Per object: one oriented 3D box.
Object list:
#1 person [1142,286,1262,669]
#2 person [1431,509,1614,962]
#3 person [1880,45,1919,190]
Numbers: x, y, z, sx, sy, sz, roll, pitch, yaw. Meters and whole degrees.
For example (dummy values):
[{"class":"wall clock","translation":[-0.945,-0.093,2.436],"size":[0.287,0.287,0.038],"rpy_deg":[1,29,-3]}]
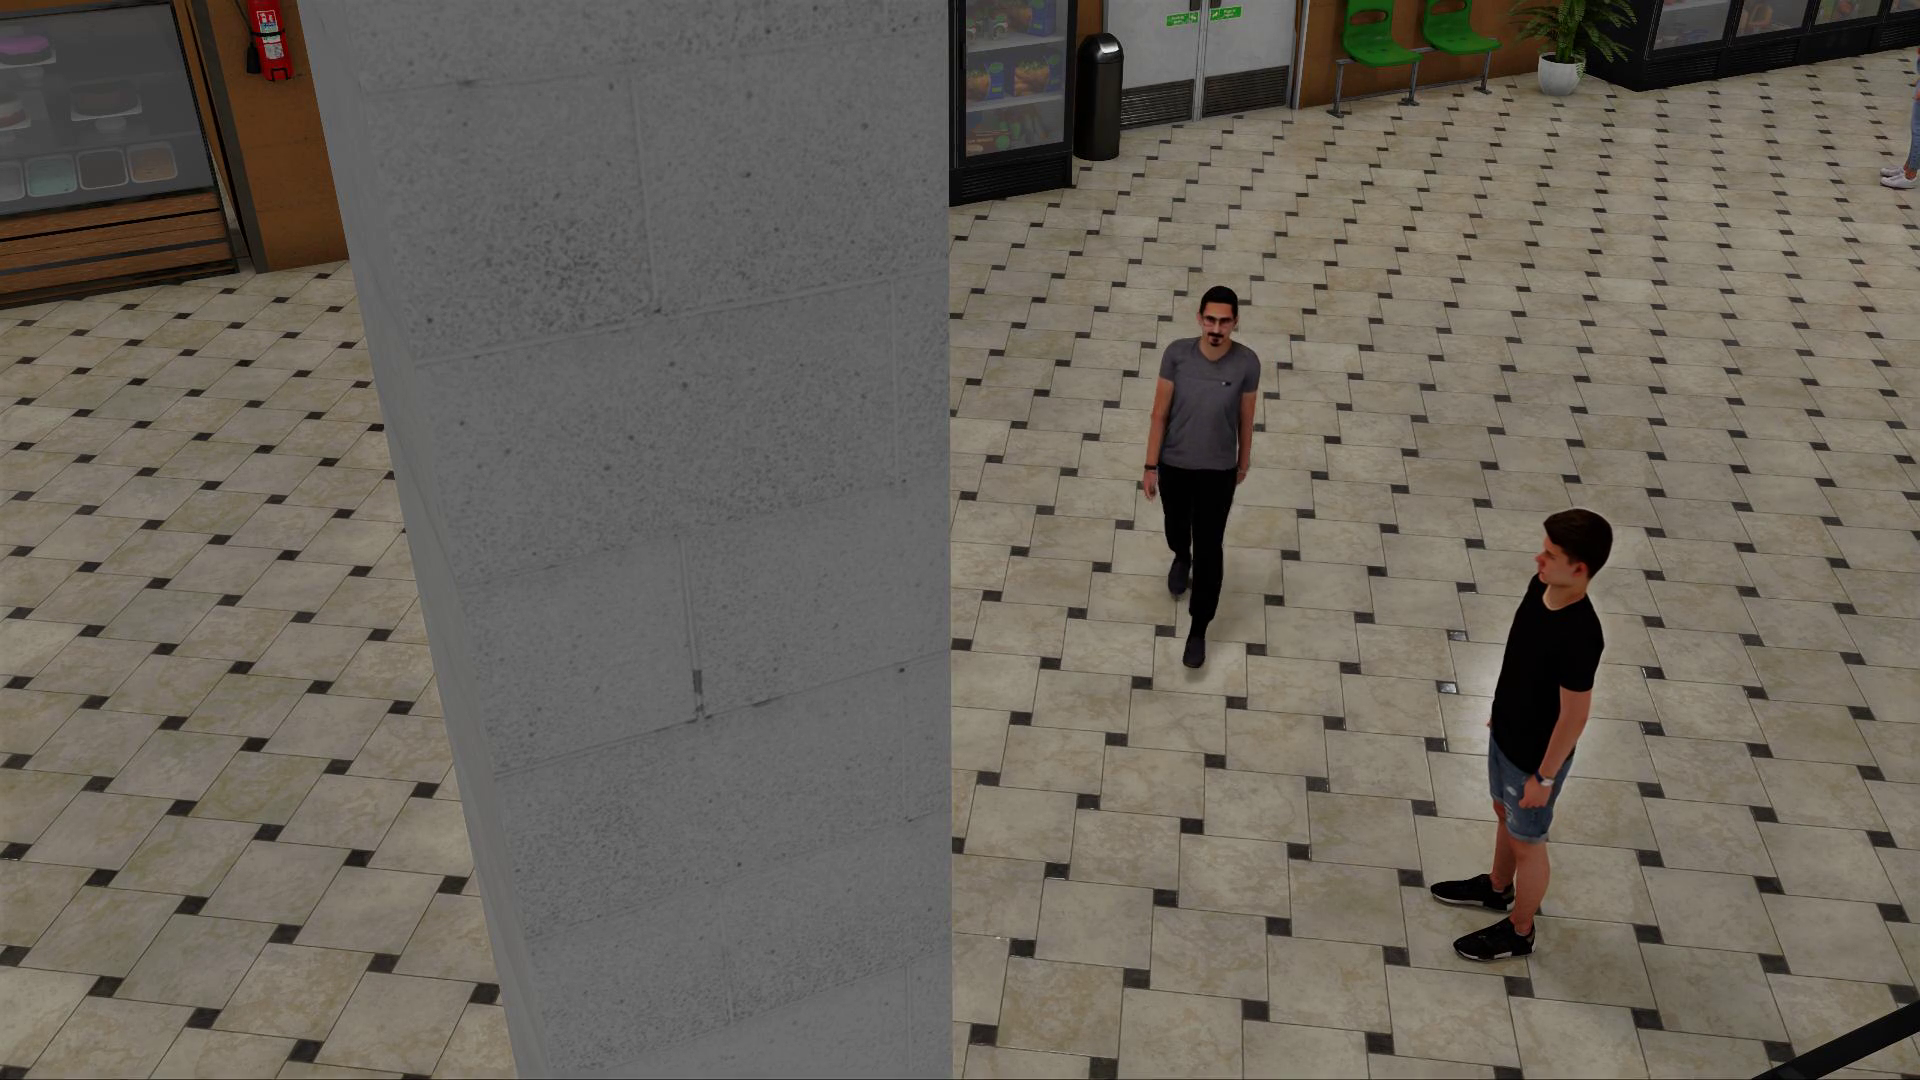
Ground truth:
[{"class":"person","translation":[1.101,-0.383,7.708],"size":[1.106,1.713,1.204],"rpy_deg":[9,33,14]},{"class":"person","translation":[2.024,0.696,5.848],"size":[0.798,1.846,0.658],"rpy_deg":[0,32,-1]},{"class":"person","translation":[7.498,-3.551,12.861],"size":[0.722,1.648,0.689],"rpy_deg":[14,35,22]}]
